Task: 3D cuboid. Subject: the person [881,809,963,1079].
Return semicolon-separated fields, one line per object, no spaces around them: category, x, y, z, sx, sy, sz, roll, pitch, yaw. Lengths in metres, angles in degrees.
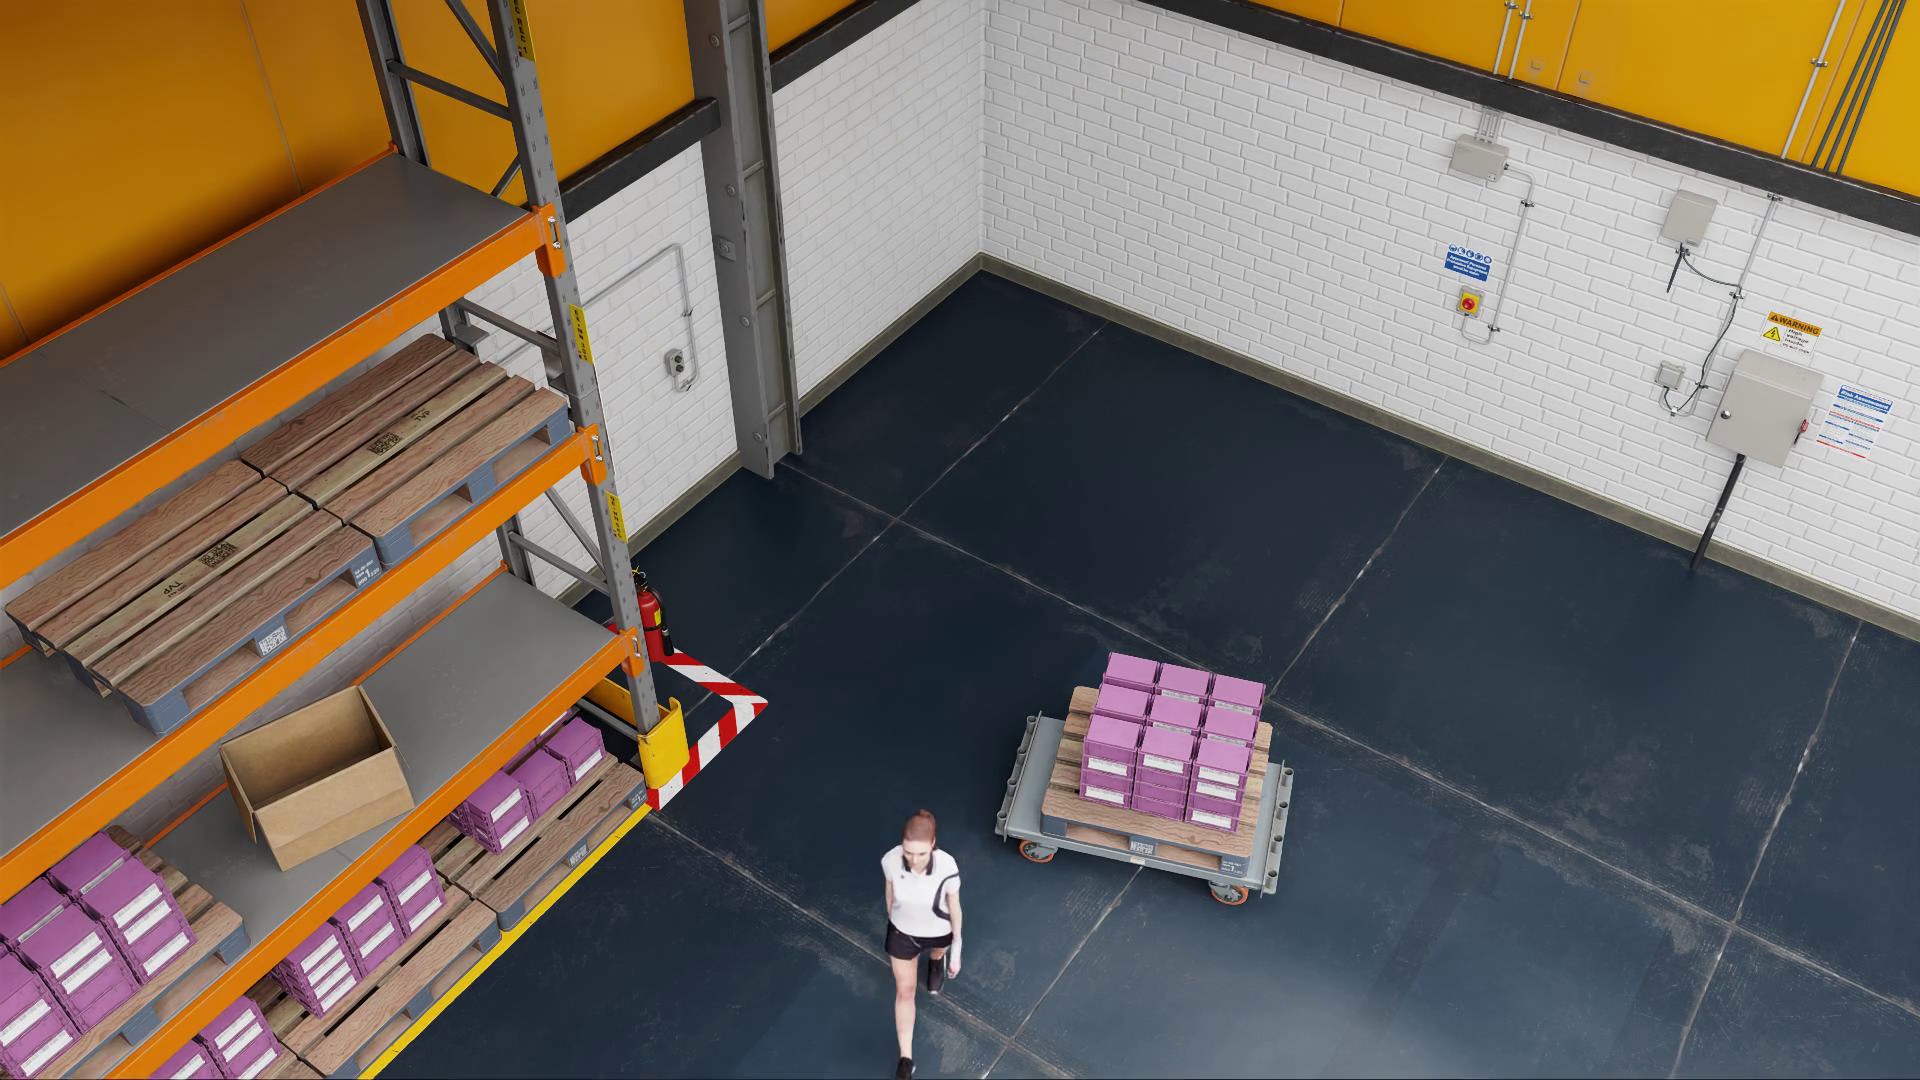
person;-0.166;1.943;8.643;0.977;1.699;1.215;3;44;3
